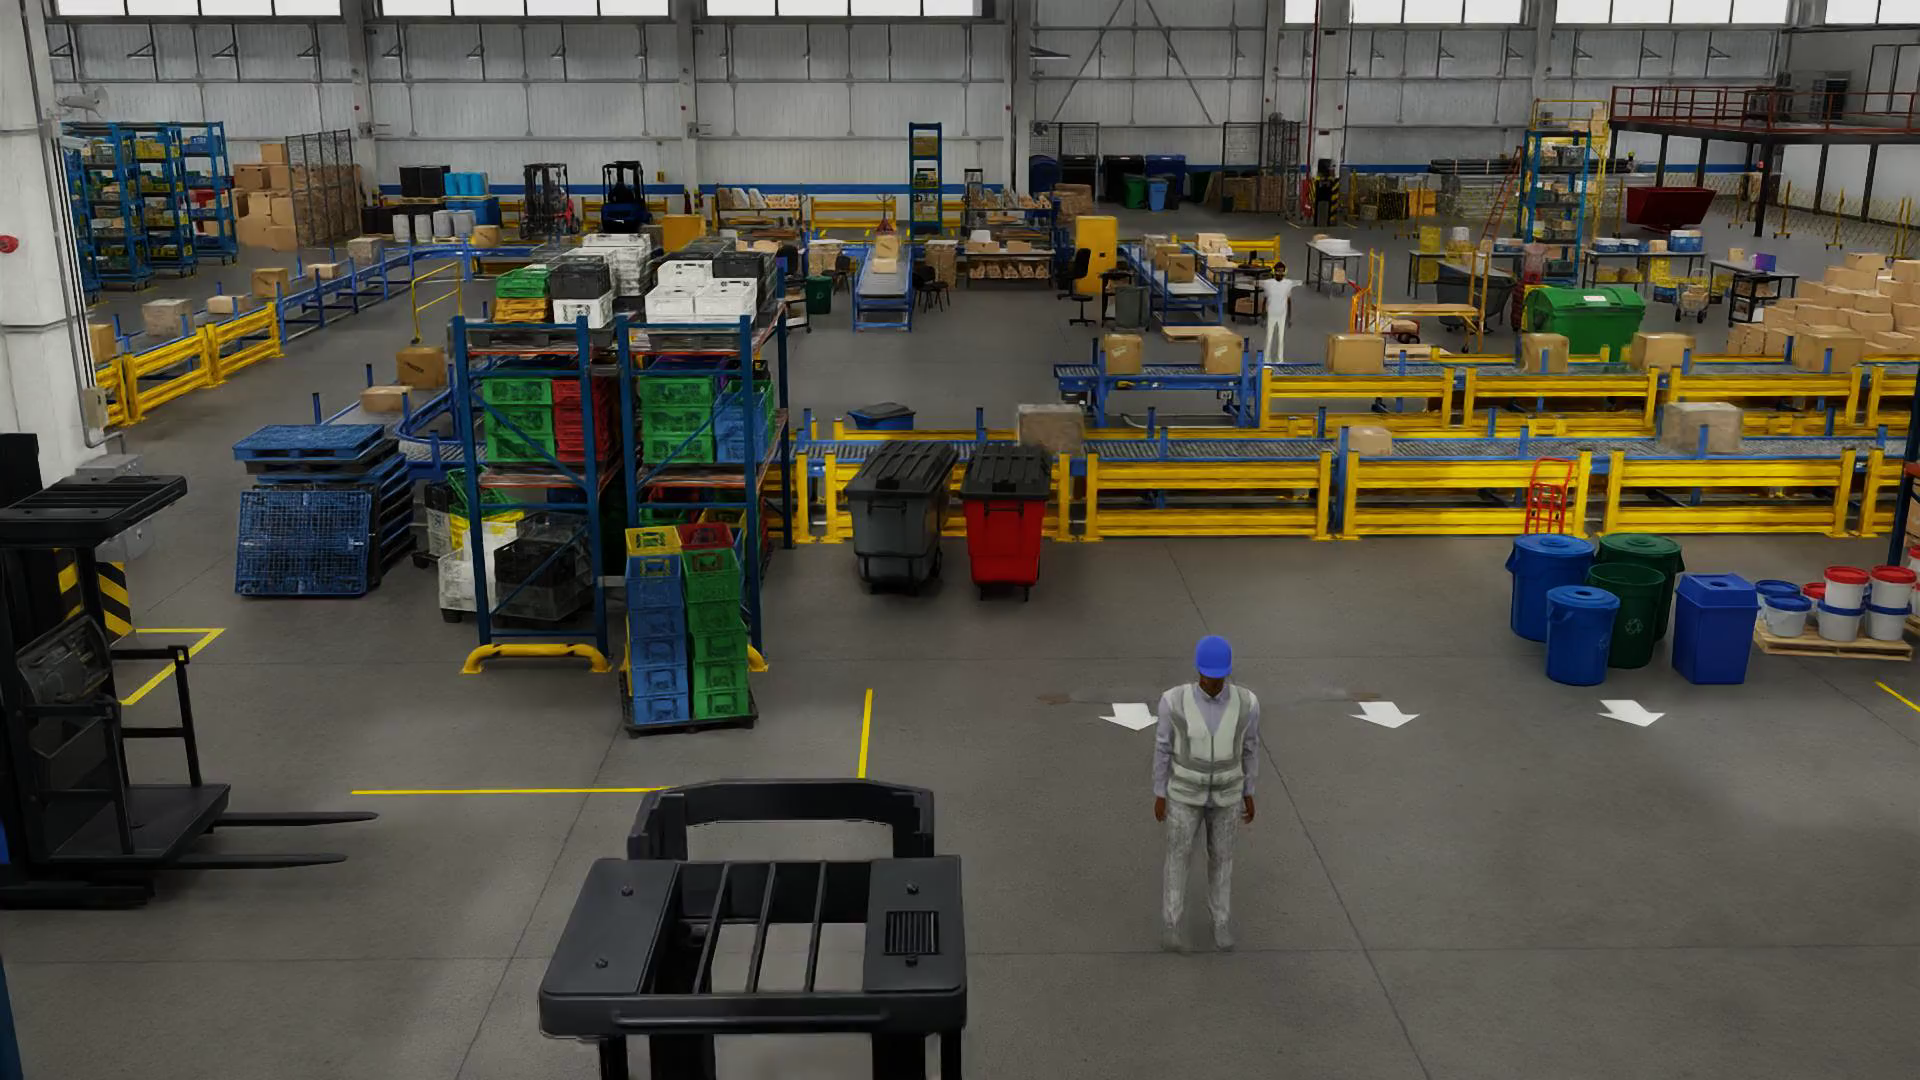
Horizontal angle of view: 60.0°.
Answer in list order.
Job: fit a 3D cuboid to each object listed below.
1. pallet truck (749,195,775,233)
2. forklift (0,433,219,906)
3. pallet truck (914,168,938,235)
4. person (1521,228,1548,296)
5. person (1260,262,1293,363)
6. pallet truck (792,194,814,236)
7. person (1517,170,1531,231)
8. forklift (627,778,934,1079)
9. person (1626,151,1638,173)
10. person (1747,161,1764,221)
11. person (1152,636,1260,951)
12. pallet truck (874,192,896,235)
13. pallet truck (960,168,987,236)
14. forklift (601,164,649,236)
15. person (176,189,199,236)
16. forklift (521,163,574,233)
[{"bbox_3d":[-6.051,-9.967,50.660,0.680,1.201,1.601,0,16,-1],"label":"pallet truck"},{"bbox_3d":[-5.952,0.780,10.366,1.873,2.768,1.129,0,16,-1],"label":"forklift"},{"bbox_3d":[-0.989,-10.316,50.507,0.823,1.965,1.885,1,16,3],"label":"pallet truck"},{"bbox_3d":[11.853,-5.546,34.344,0.533,1.765,0.331,0,16,-1],"label":"person"},{"bbox_3d":[5.298,-3.723,27.826,0.533,1.864,0.310,0,16,-1],"label":"person"},{"bbox_3d":[-4.814,-9.883,50.259,0.704,1.261,1.522,-1,16,-3],"label":"pallet truck"},{"bbox_3d":[17.370,-10.406,51.019,0.584,1.882,0.337,0,16,-1],"label":"person"},{"bbox_3d":[-0.543,2.165,5.552,1.129,2.768,1.873,0,16,-1],"label":"forklift"},{"bbox_3d":[24.457,-13.249,60.826,0.594,1.924,0.381,0,16,-1],"label":"person"},{"bbox_3d":[26.035,-11.370,54.281,0.551,1.932,0.378,0,16,-1],"label":"person"},{"bbox_3d":[1.424,1.464,9.652,0.615,1.943,0.409,0,16,-1],"label":"person"},{"bbox_3d":[-2.277,-9.986,50.594,0.653,1.274,1.630,0,16,-1],"label":"pallet truck"},{"bbox_3d":[0.383,-10.230,50.206,0.823,1.965,1.885,-1,16,-3],"label":"pallet truck"},{"bbox_3d":[-9.948,-10.127,49.296,1.157,1.987,2.680,-1,16,-3],"label":"forklift"},{"bbox_3d":[-21.488,-9.087,46.281,0.646,1.979,0.457,2,16,7],"label":"person"},{"bbox_3d":[-12.233,-10.122,49.298,1.157,1.987,2.680,0,16,-1],"label":"forklift"}]
